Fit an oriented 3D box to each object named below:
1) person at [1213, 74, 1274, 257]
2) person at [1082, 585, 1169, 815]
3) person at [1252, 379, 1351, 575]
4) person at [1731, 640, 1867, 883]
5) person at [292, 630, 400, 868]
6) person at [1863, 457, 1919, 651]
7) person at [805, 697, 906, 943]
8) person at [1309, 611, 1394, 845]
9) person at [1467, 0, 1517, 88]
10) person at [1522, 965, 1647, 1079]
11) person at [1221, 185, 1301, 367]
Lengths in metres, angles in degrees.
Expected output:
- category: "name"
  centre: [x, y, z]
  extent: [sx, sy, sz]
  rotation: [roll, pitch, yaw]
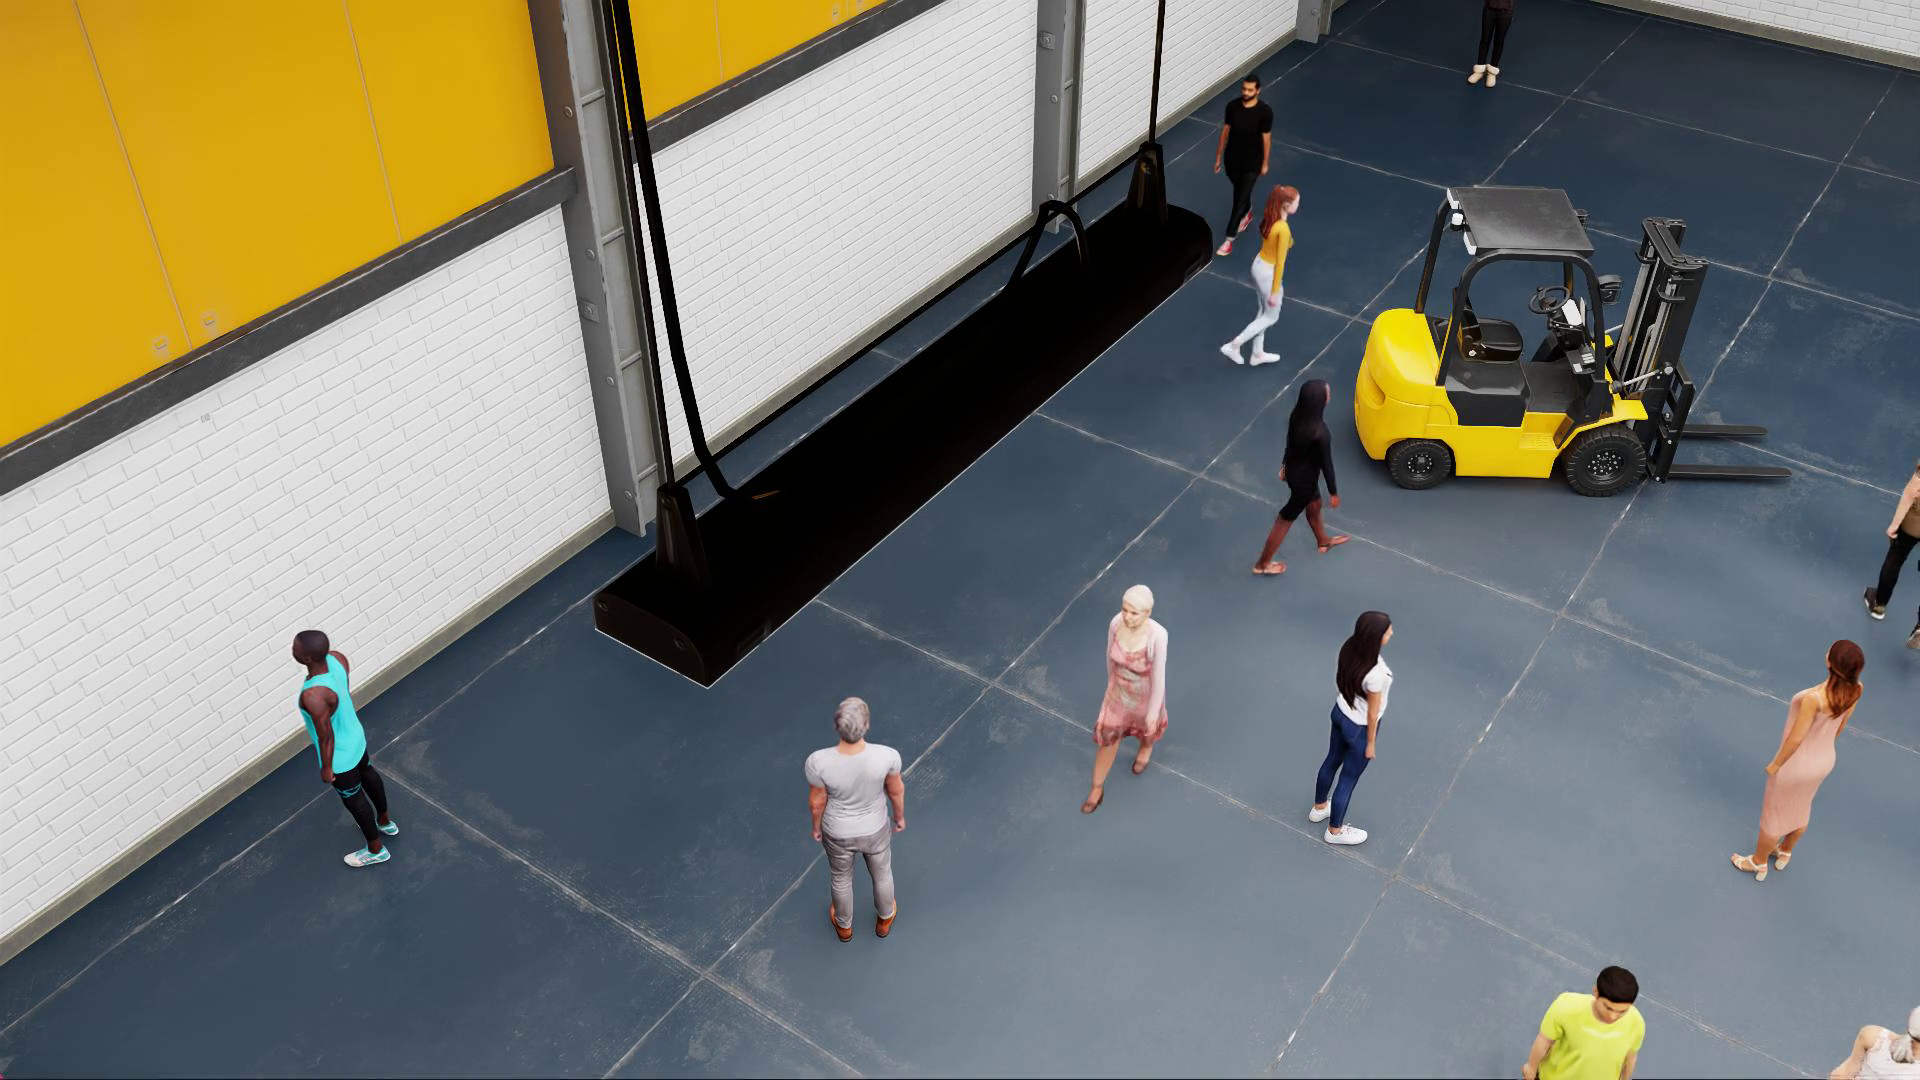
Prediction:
- category: "person"
  centre: [2.777, -3.699, 16.152]
  extent: [0.697, 1.712, 1.167]
  rotation: [20, 43, 24]
- category: "person"
  centre: [1.143, 0.908, 10.435]
  extent: [0.674, 1.647, 1.064]
  rotation: [19, 42, 22]
- category: "person"
  centre: [2.394, -0.407, 12.047]
  extent: [1.120, 1.691, 1.042]
  rotation: [-8, 39, -10]
- category: "person"
  centre: [4.972, 1.305, 9.790]
  extent: [0.627, 1.831, 0.722]
  rotation: [-14, 41, -17]
- category: "person"
  centre: [-3.672, 1.224, 9.908]
  extent: [0.736, 1.811, 0.628]
  rotation: [1, 39, 2]
- category: "person"
  centre: [6.721, -0.055, 11.491]
  extent: [0.933, 1.834, 1.162]
  rotation: [7, 39, 8]
- category: "person"
  centre: [-0.585, 1.604, 9.417]
  extent: [0.760, 1.831, 0.808]
  rotation: [-5, 39, -6]
- category: "person"
  centre: [2.374, 1.123, 10.065]
  extent: [0.715, 1.774, 0.665]
  rotation: [-8, 39, -10]
- category: "person"
  centre: [6.230, -6.130, 19.236]
  extent: [0.598, 1.661, 0.650]
  rotation: [19, 42, 22]
- category: "person"
  centre: [3.059, 2.595, 8.282]
  extent: [0.808, 1.698, 0.884]
  rotation: [3, 39, 4]
- category: "person"
  centre: [2.546, -2.227, 14.295]
  extent: [0.935, 1.730, 0.852]
  rotation: [-10, 40, -12]
